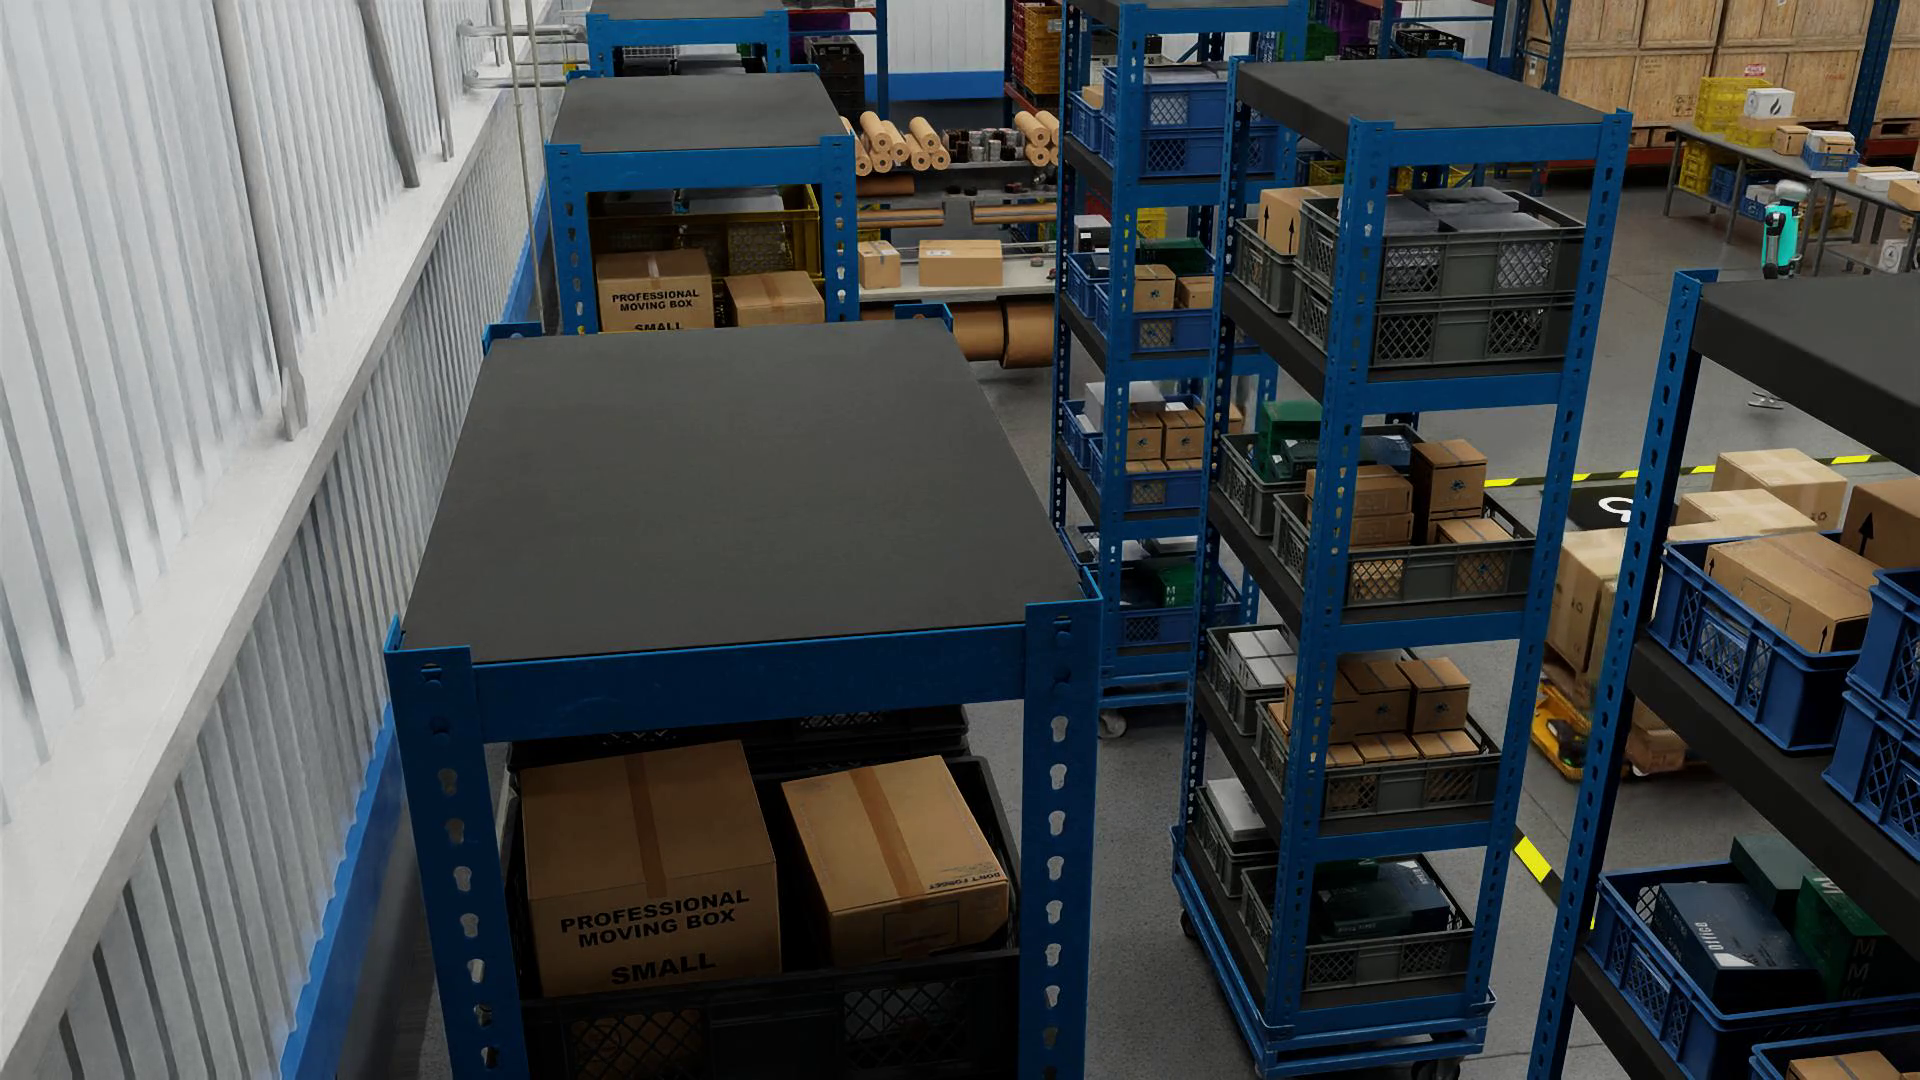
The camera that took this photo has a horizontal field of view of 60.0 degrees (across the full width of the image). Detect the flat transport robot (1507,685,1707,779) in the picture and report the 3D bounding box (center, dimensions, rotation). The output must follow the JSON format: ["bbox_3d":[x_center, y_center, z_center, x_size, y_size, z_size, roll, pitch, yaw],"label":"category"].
[{"bbox_3d":[3.565,0.892,8.327,1.431,0.197,0.652,-4,25,-8],"label":"flat transport robot"}]

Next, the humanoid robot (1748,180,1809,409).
[{"bbox_3d":[6.196,-1.770,12.236,0.735,1.672,0.533,17,30,32],"label":"humanoid robot"}]

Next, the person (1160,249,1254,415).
[{"bbox_3d":[1.548,-0.910,10.392,0.601,1.837,0.604,-4,25,-8],"label":"person"}]
